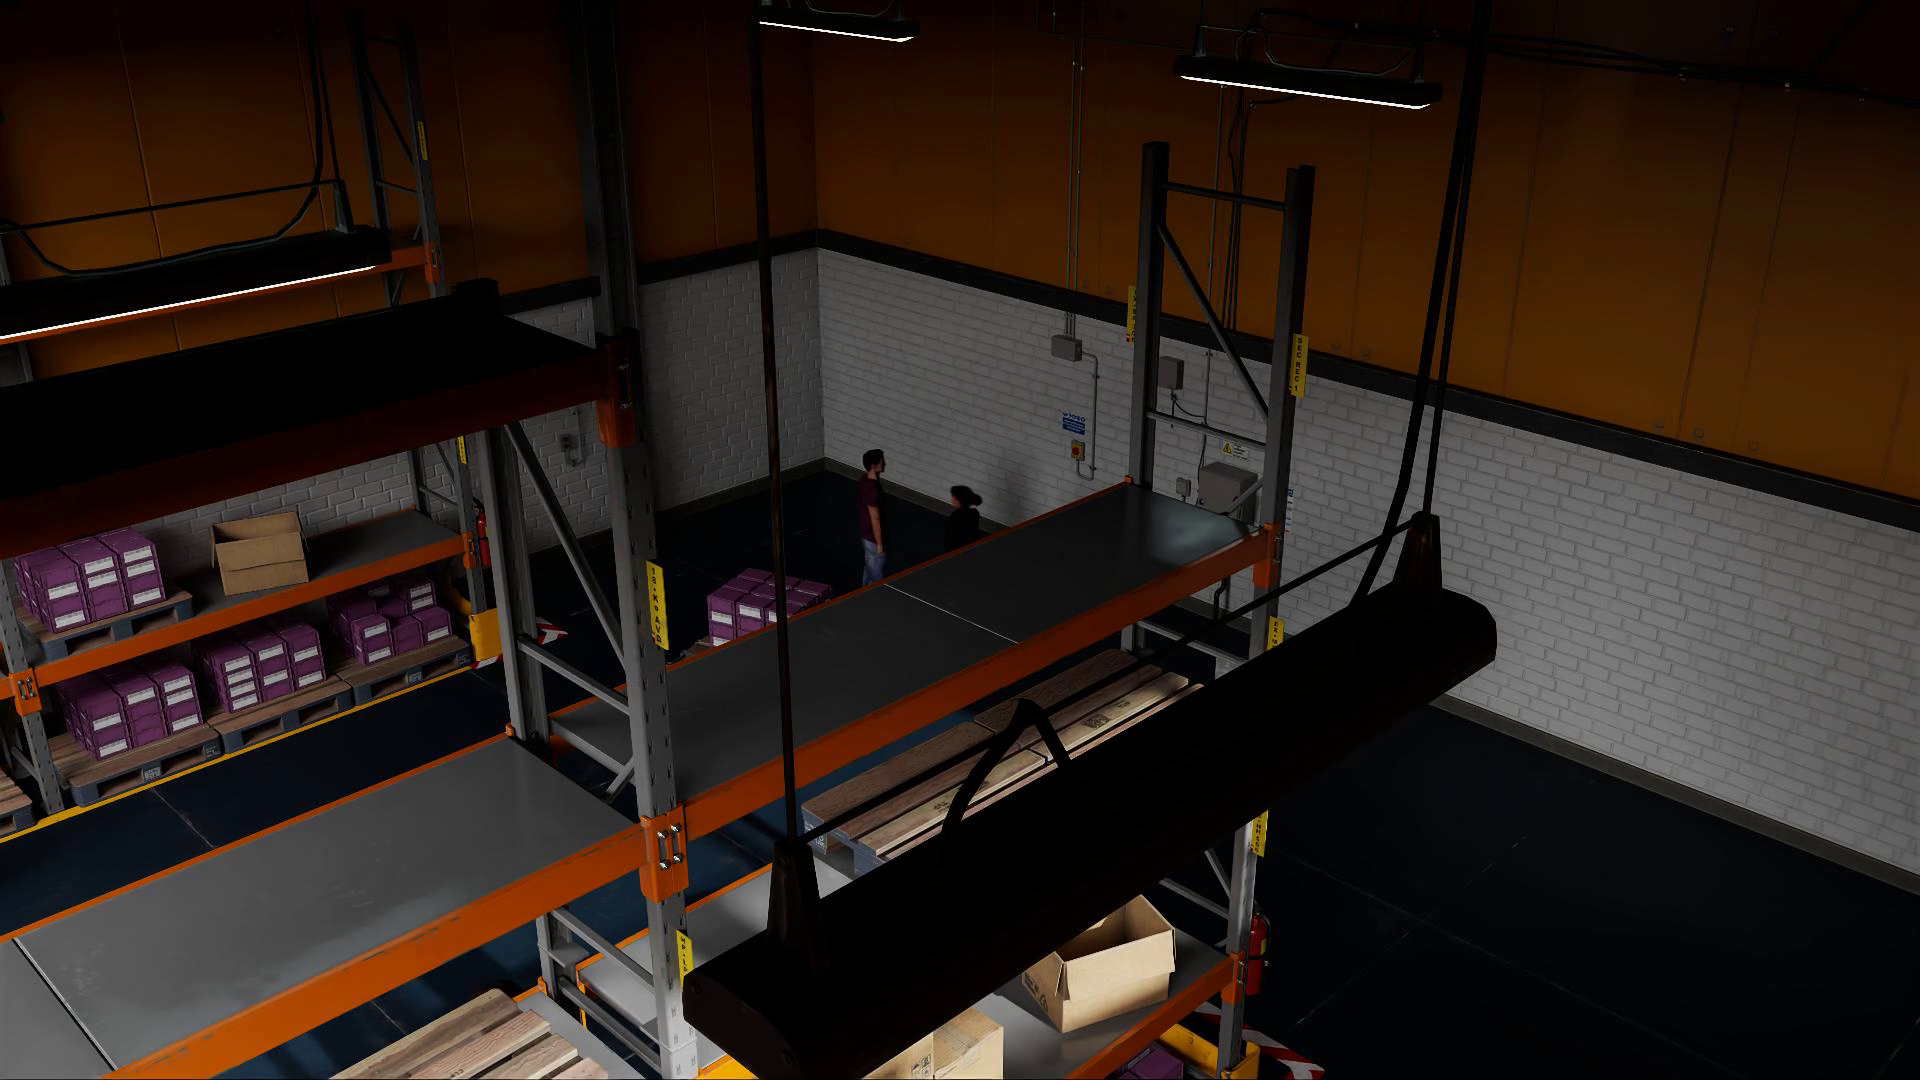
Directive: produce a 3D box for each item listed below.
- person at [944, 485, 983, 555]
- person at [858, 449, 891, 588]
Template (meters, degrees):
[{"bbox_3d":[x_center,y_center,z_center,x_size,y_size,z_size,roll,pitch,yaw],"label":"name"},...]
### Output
[{"bbox_3d":[0.011,0.223,16.393,0.558,1.637,0.634,-20,31,-38],"label":"person"},{"bbox_3d":[-0.861,-0.050,16.747,0.731,1.853,0.742,-6,24,-14],"label":"person"}]
